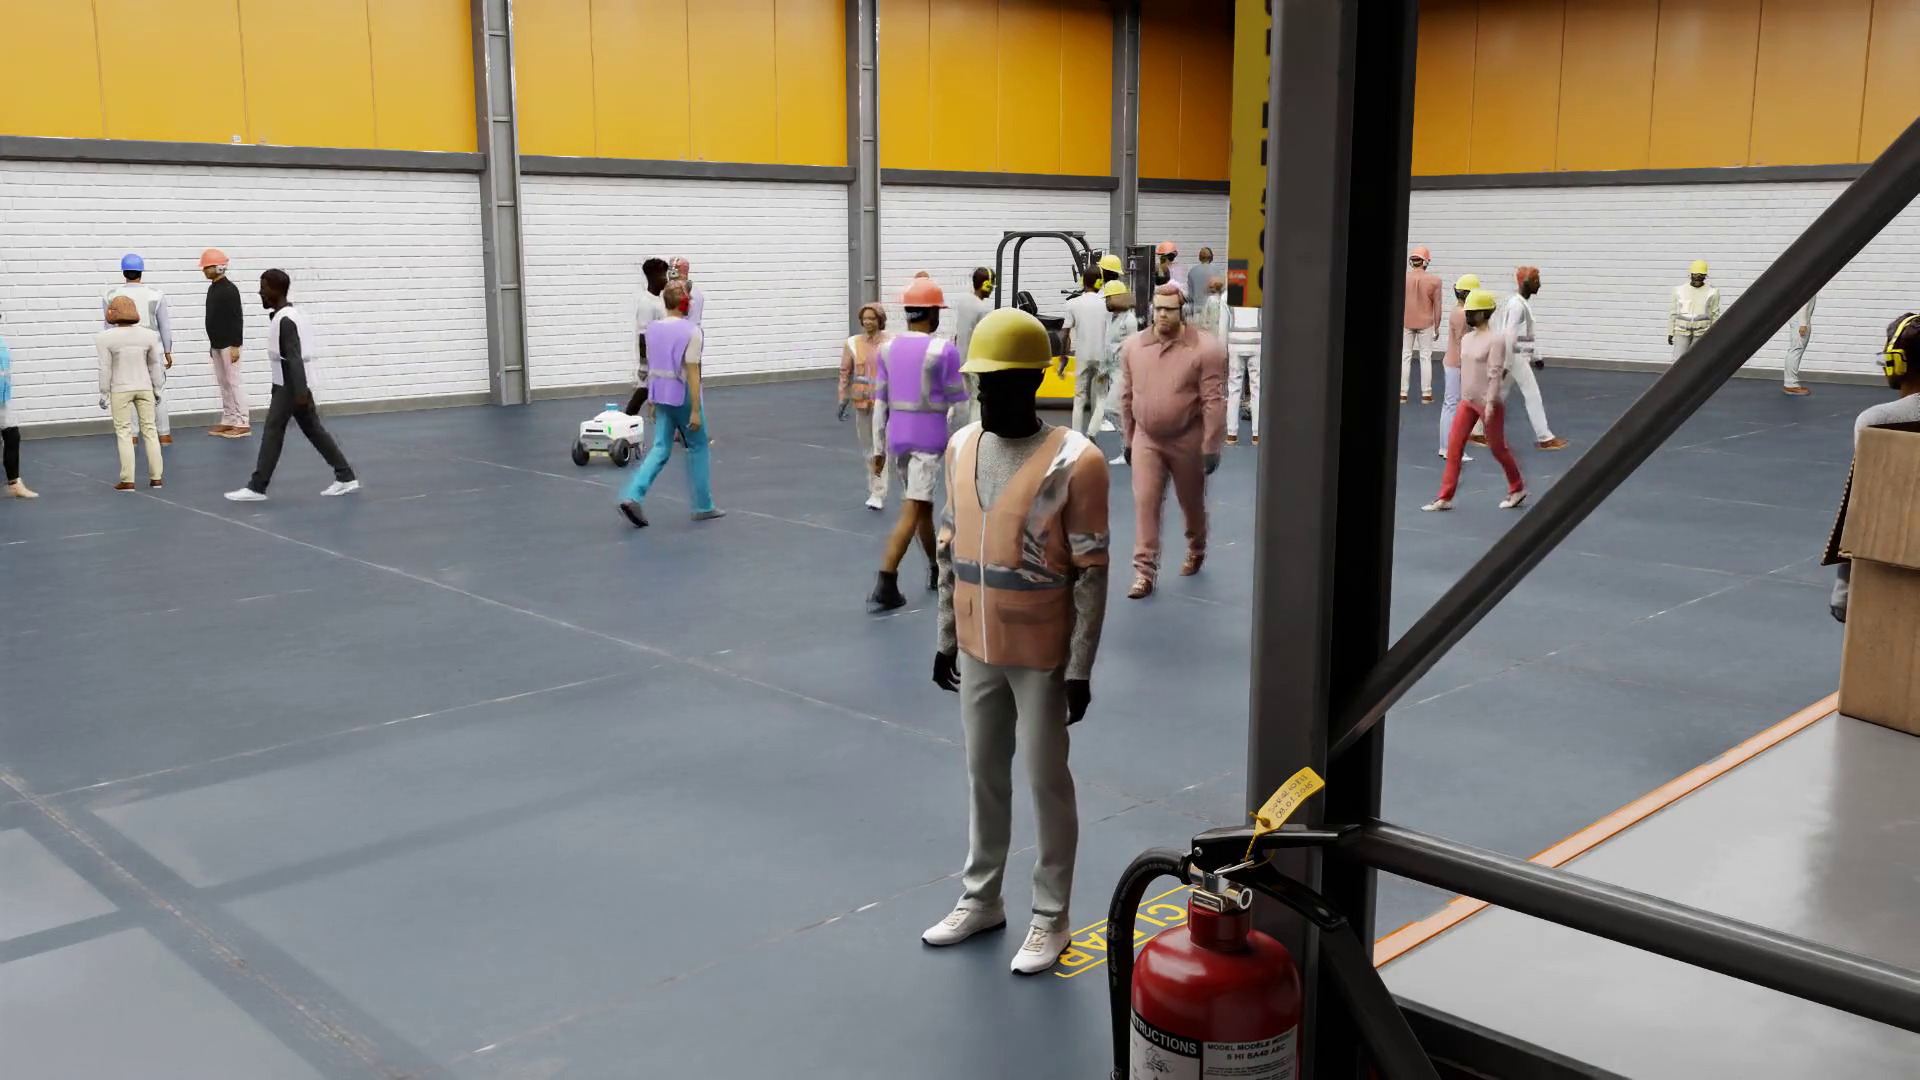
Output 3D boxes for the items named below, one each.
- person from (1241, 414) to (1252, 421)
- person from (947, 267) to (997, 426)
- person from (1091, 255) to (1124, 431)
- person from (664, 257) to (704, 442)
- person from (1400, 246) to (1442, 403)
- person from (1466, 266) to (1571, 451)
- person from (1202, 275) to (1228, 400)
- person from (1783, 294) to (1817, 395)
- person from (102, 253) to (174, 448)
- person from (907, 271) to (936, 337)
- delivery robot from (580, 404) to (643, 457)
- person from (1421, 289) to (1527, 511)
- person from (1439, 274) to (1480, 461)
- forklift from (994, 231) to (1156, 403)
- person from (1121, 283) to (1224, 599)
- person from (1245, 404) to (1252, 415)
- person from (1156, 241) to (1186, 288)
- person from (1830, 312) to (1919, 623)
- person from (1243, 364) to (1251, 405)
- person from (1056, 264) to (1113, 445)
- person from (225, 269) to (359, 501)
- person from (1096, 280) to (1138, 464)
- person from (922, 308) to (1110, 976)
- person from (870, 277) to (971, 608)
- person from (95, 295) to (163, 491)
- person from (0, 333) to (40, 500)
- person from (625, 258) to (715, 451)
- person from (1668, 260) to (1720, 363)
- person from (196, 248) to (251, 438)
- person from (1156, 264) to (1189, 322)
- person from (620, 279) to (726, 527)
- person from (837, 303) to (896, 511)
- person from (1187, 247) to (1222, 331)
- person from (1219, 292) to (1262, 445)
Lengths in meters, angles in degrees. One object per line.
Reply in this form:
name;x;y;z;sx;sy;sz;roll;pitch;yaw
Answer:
person;3.744;-2.331;19.285;0.986;1.897;0.540;-6;12;-30
person;0.042;-1.639;15.623;0.626;1.840;0.576;-7;12;-32
person;1.595;-2.156;18.226;0.373;1.921;0.585;2;11;12
person;-2.899;-1.975;17.276;0.405;1.911;0.636;3;11;14
person;5.814;-2.731;21.183;0.612;1.986;0.401;4;11;20
person;5.557;-1.803;16.572;1.023;1.830;0.584;3;11;17
person;3.224;-2.588;21.392;0.509;1.620;0.528;1;10;8
person;11.317;-2.923;22.362;0.355;1.938;0.636;4;11;22
person;-8.257;-1.898;16.747;0.605;1.948;0.388;-4;11;-23
person;-0.531;-2.929;23.223;0.286;1.634;0.500;-10;14;-44
delivery robot;-3.255;-1.031;15.565;0.477;0.478;0.707;3;11;15
person;4.070;-1.075;12.889;0.884;1.731;0.536;-4;11;-22
person;4.767;-1.638;15.837;0.329;1.765;0.525;2;11;11
forklift;1.222;-2.721;20.561;2.313;2.155;1.214;2;11;13
person;1.294;-0.628;10.097;0.651;1.861;1.013;4;11;22
person;3.495;-2.149;17.959;0.580;2.004;0.666;-1;10;-4
person;2.960;-3.247;23.841;0.394;2.044;0.609;10;14;43
person;3.394;0.119;6.005;0.509;1.860;0.318;-2;11;-12
person;3.802;-2.663;20.864;0.646;1.965;0.504;2;11;10
person;1.235;-1.722;16.047;0.641;1.852;0.353;1;10;4
person;-5.426;-1.255;13.479;1.015;1.874;0.609;-4;11;-21
person;1.483;-1.540;15.437;0.427;1.719;0.493;-3;11;-18
person;0.153;0.296;4.839;0.585;1.929;0.375;9;14;40
person;-0.248;-0.570;9.684;0.552;1.897;0.979;9;13;39
person;-6.945;-1.225;13.928;0.273;1.635;0.507;9;14;42
person;-7.907;-1.139;13.399;0.782;1.669;0.529;2;11;9
person;-2.983;-1.818;16.412;1.011;1.913;0.606;-1;10;-5
person;9.383;-2.666;21.289;0.599;1.824;0.403;5;12;27
person;-7.807;-2.079;17.610;0.623;1.989;0.401;10;14;43
person;2.760;-2.658;21.424;0.861;1.778;0.682;-4;11;-18
person;-2.129;-1.005;12.247;0.574;1.819;0.869;8;13;36
person;-0.702;-1.021;12.905;0.528;1.607;0.795;3;11;16
person;3.946;-3.733;26.779;0.365;1.939;0.636;-10;14;-43
person;2.929;-1.906;16.967;0.574;1.884;0.356;3;11;16
